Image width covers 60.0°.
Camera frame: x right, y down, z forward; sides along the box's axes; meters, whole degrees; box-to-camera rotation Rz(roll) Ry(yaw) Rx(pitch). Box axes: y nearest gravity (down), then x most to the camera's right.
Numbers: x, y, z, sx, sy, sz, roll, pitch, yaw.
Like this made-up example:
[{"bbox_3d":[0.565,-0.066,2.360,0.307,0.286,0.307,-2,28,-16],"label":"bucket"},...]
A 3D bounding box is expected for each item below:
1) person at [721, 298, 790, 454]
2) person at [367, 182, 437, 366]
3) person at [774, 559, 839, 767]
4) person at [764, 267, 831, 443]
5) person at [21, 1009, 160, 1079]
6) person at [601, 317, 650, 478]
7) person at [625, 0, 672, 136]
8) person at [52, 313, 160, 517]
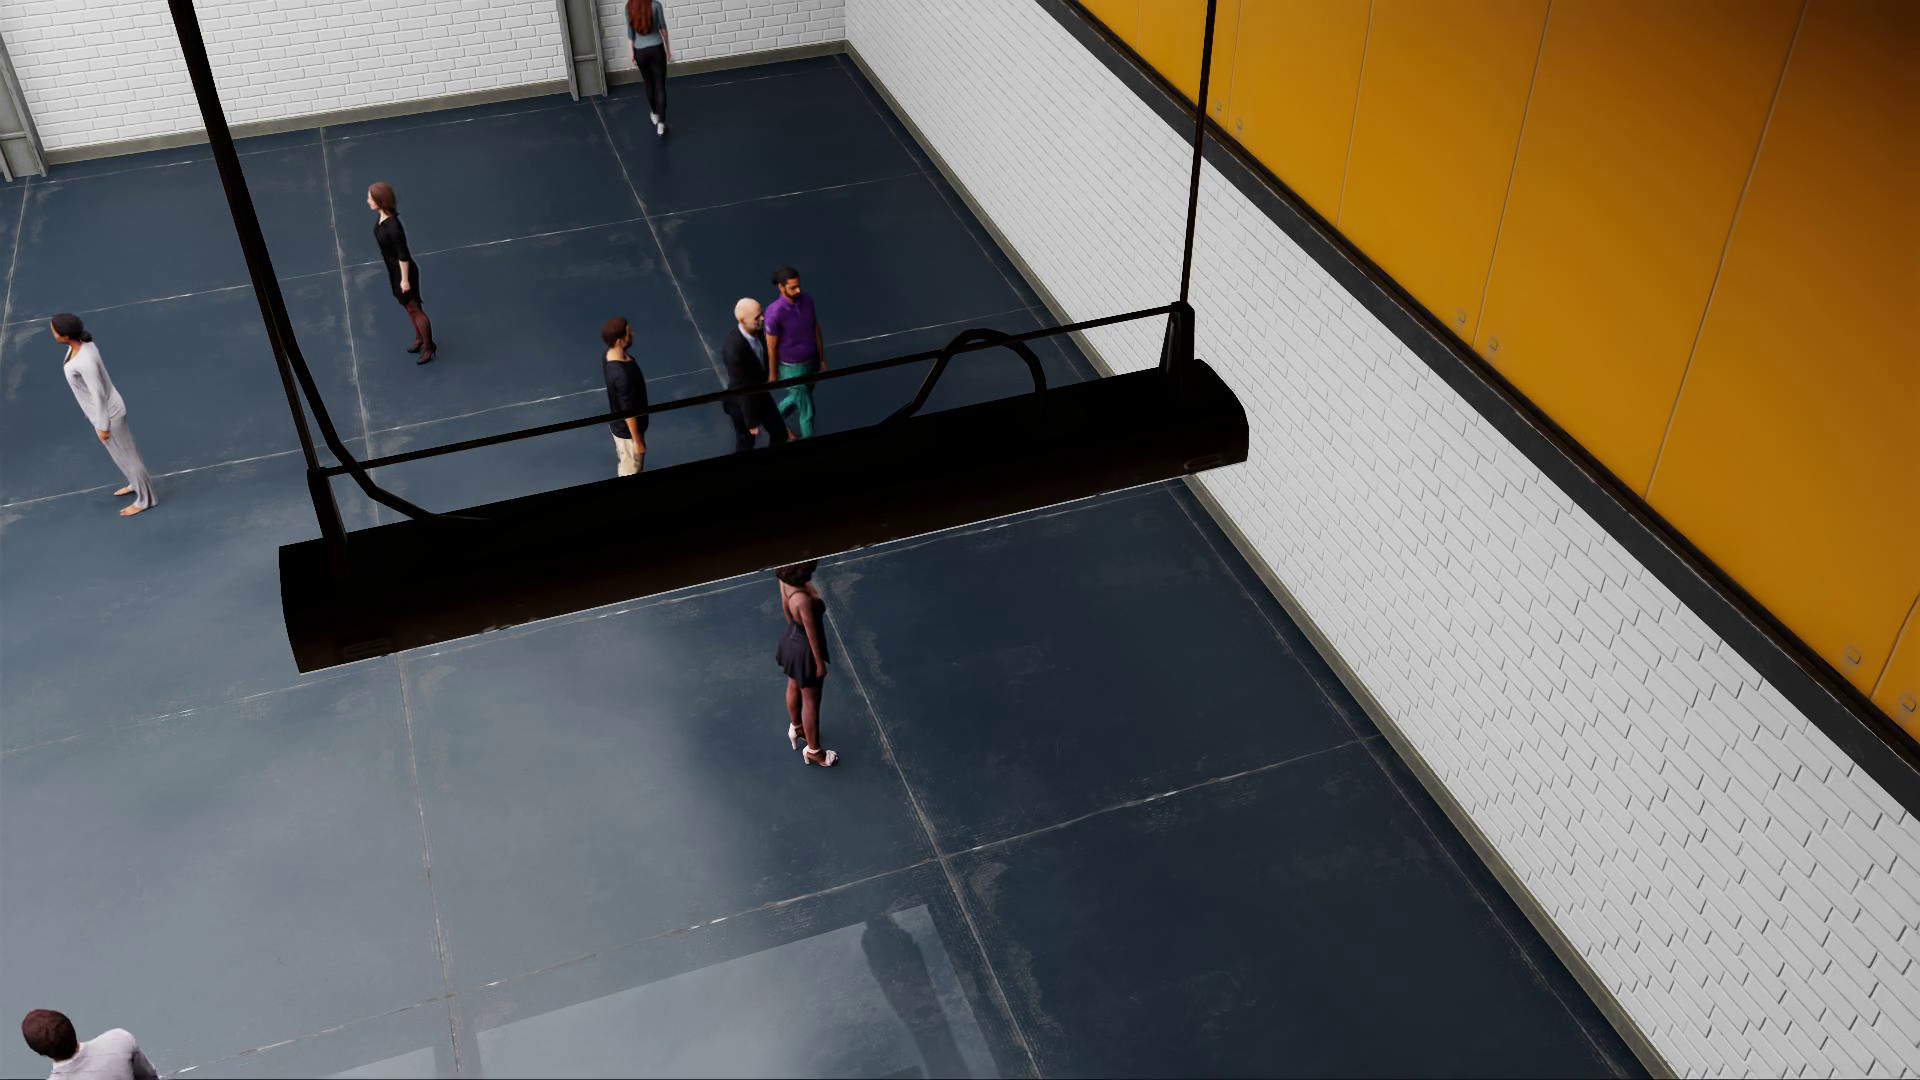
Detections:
[{"bbox_3d":[-1.683,-1.076,12.771,0.922,1.786,0.861,17,42,20],"label":"person"},{"bbox_3d":[-4.821,-2.310,14.382,0.565,1.704,0.627,-21,43,-24],"label":"person"},{"bbox_3d":[-0.992,0.710,10.532,0.575,1.789,0.594,-19,42,-22],"label":"person"},{"bbox_3d":[-1.348,-1.414,13.226,1.045,1.747,1.119,27,46,30],"label":"person"},{"bbox_3d":[-3.855,2.890,7.801,1.211,1.793,1.252,25,45,28],"label":"person"},{"bbox_3d":[-2.490,-0.837,12.422,0.544,1.850,0.632,-13,41,-16],"label":"person"},{"bbox_3d":[-3.358,-5.251,18.043,0.925,1.732,0.808,-2,39,-3],"label":"person"},{"bbox_3d":[-6.530,-0.992,12.707,0.576,1.736,0.656,-19,42,-22],"label":"person"}]
